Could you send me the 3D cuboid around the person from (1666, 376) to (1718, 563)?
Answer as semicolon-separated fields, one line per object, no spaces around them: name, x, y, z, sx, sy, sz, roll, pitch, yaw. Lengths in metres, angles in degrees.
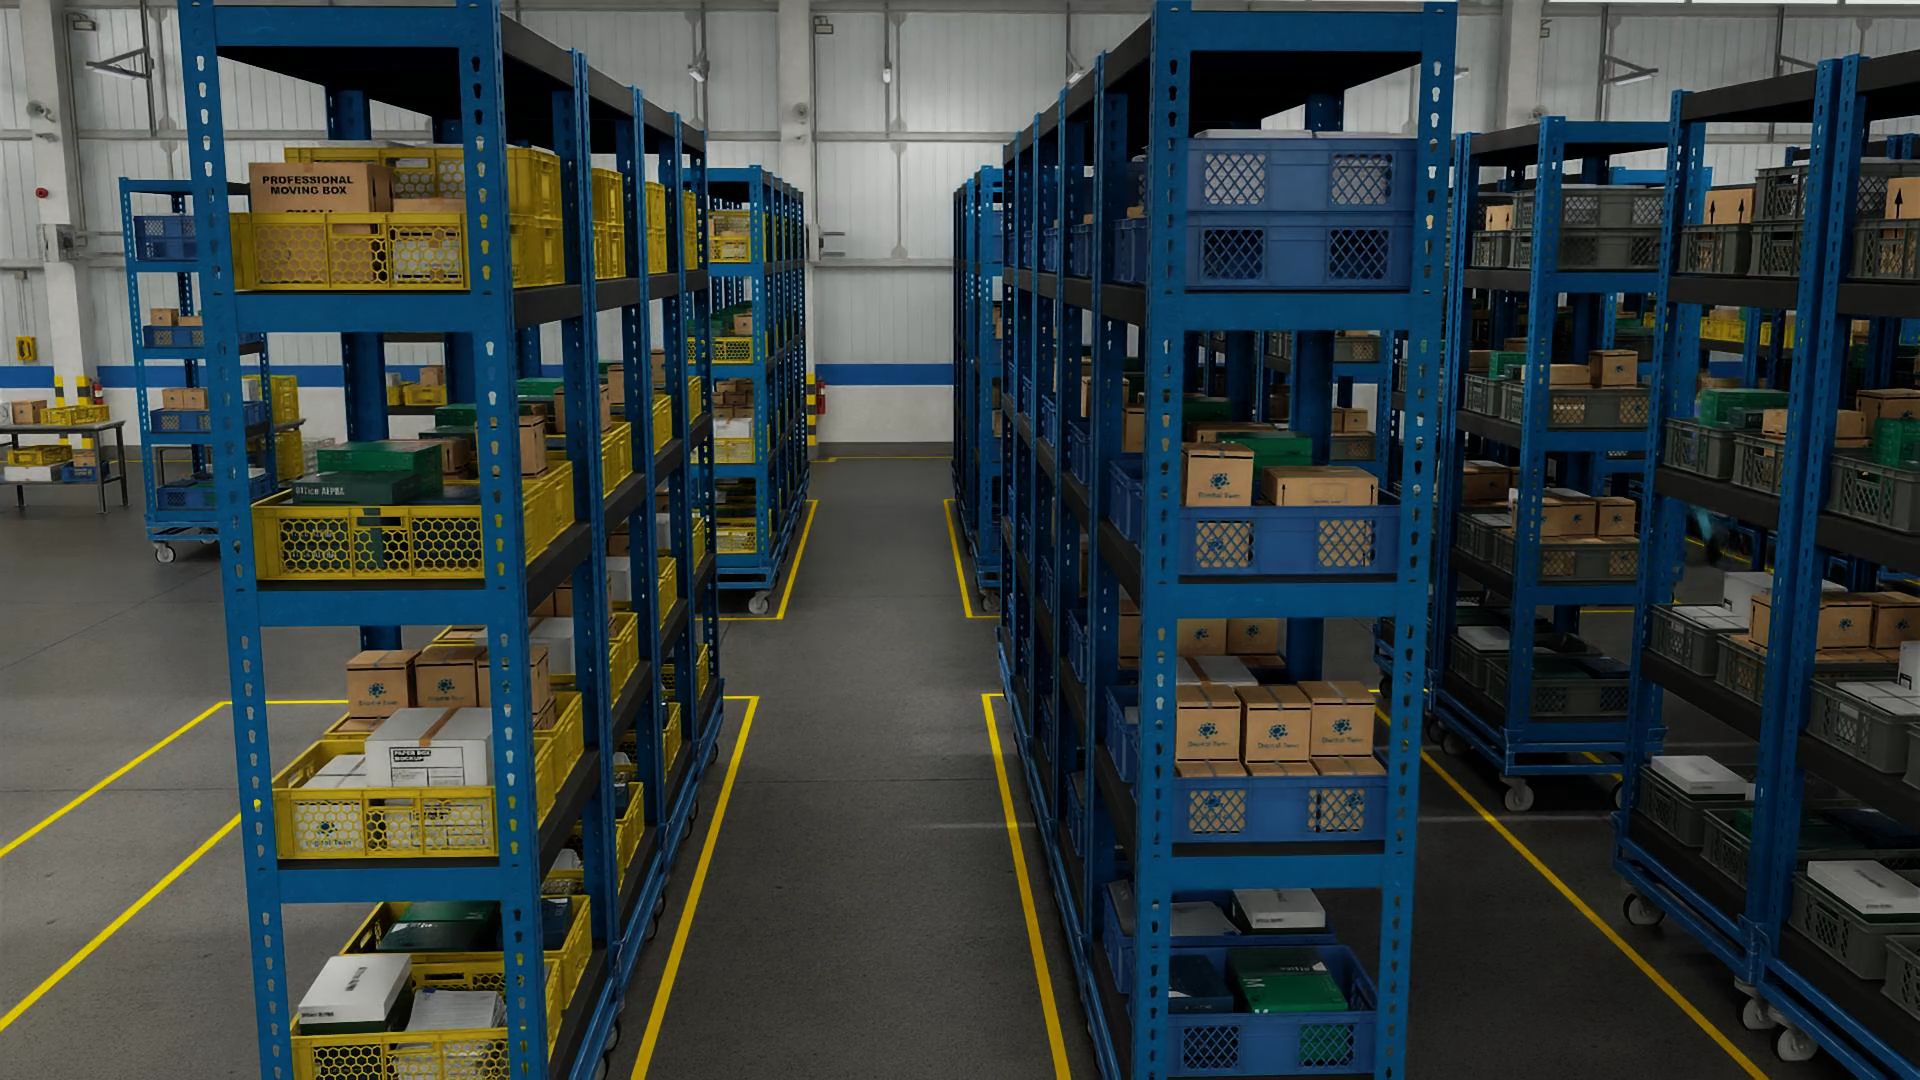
person;6.899;-0.687;15.728;0.580;1.820;0.754;-1;10;-5
